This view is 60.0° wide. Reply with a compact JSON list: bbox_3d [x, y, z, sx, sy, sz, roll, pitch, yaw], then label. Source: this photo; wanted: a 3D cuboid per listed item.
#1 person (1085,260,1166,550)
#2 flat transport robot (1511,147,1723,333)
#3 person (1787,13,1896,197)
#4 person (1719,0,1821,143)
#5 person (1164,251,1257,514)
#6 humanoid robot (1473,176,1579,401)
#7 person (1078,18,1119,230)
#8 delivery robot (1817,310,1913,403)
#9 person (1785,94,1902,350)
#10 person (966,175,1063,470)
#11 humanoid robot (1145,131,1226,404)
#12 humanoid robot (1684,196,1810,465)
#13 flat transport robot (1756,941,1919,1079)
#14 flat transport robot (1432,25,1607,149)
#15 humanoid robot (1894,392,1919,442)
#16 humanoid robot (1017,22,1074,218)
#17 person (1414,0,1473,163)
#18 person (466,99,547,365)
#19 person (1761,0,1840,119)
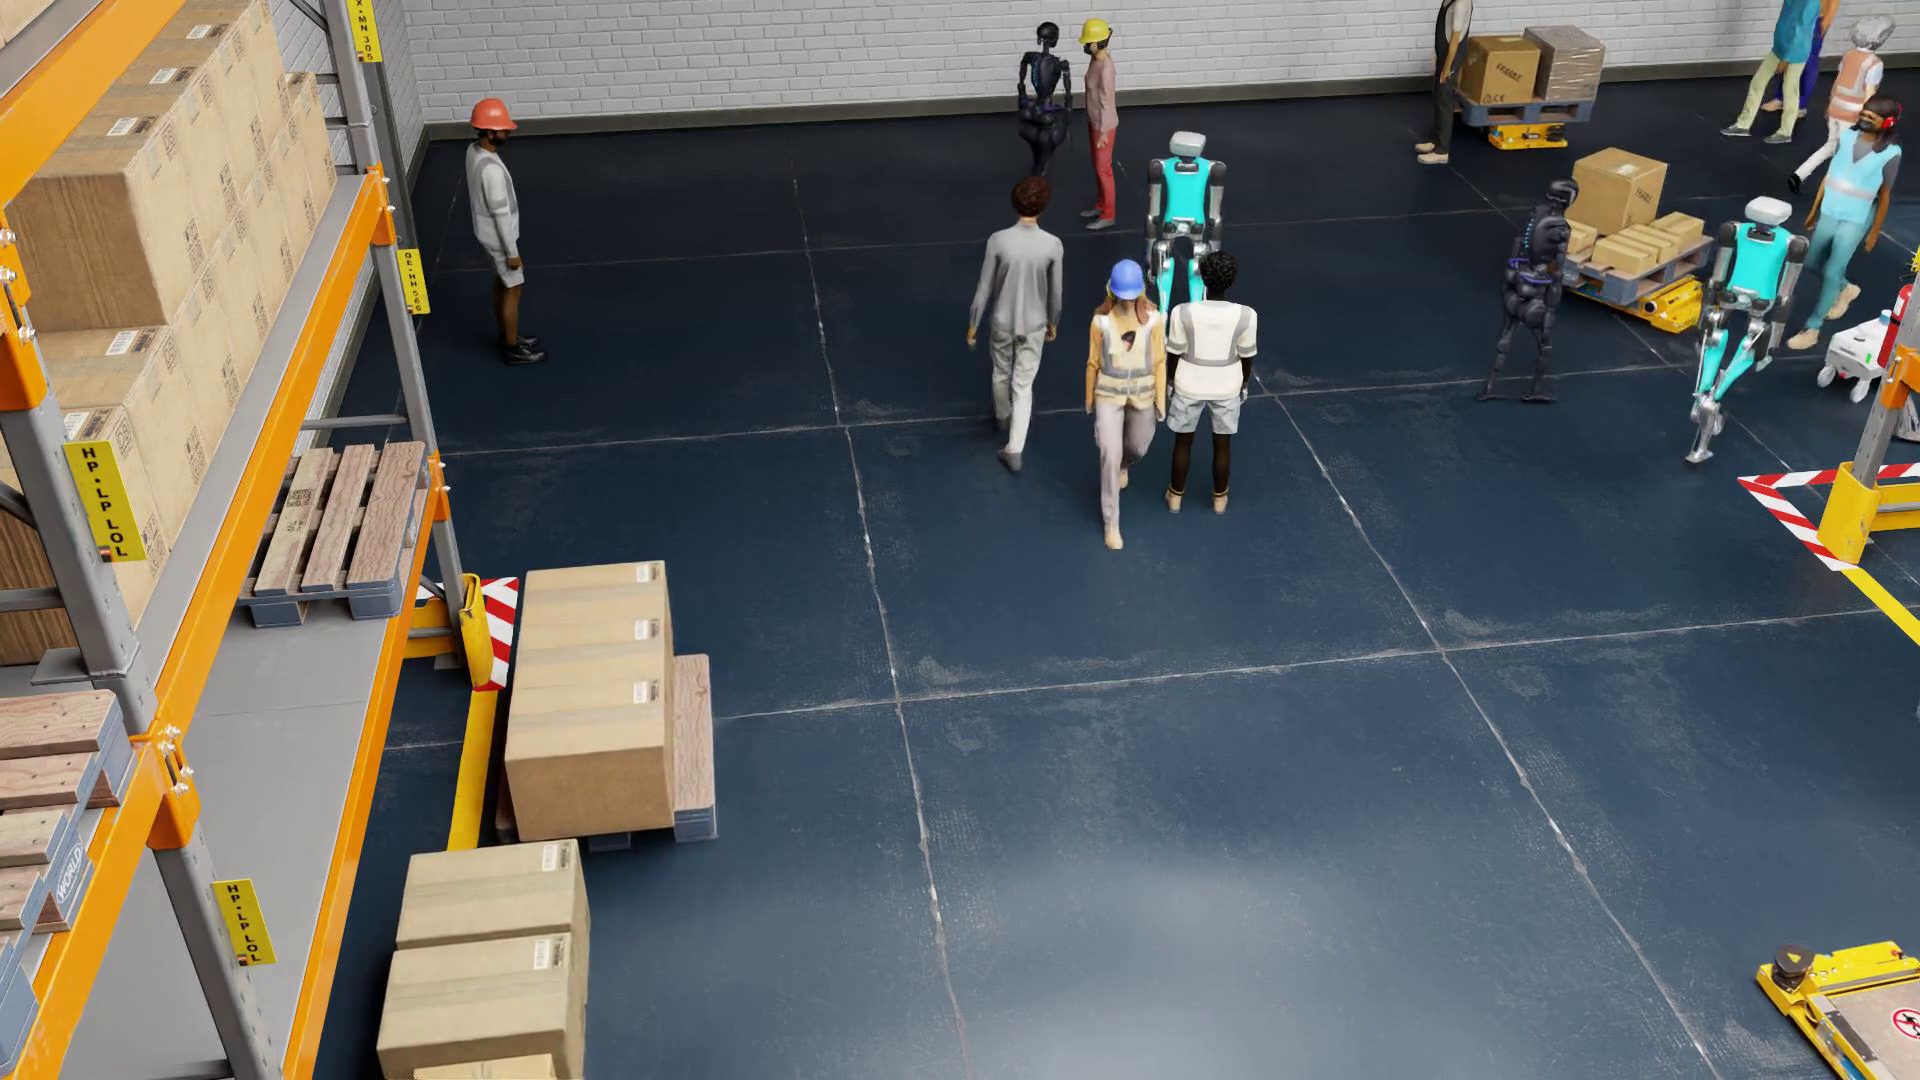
[{"bbox_3d":[0.967,-0.884,9.850,0.468,1.748,0.768,-2,33,-3],"label":"person"},{"bbox_3d":[5.110,-2.009,12.931,0.659,0.231,1.431,-25,41,-33],"label":"flat transport robot"},{"bbox_3d":[7.516,-3.614,14.099,0.465,1.677,0.453,-6,34,-9],"label":"person"},{"bbox_3d":[7.618,-4.548,15.485,0.742,1.719,0.583,-2,33,-3],"label":"person"},{"bbox_3d":[1.484,-0.916,9.955,0.534,1.691,0.319,2,33,3],"label":"person"},{"bbox_3d":[3.847,-1.665,11.123,0.554,1.644,0.595,-6,34,-9],"label":"humanoid robot"},{"bbox_3d":[1.129,-3.436,13.765,0.372,1.752,0.518,-3,33,-5],"label":"person"},{"bbox_3d":[6.404,-1.321,11.603,0.776,0.580,0.499,-17,37,-24],"label":"delivery robot"},{"bbox_3d":[6.391,-2.309,11.946,0.722,1.845,0.542,-16,36,-23],"label":"person"},{"bbox_3d":[0.347,-1.384,10.530,0.586,1.848,0.864,3,33,5],"label":"person"},{"bbox_3d":[1.471,-1.762,11.226,0.547,1.764,0.982,5,34,8],"label":"humanoid robot"},{"bbox_3d":[4.780,-1.230,10.381,0.561,1.728,0.968,27,42,35],"label":"humanoid robot"},{"bbox_3d":[3.878,2.152,6.555,0.659,0.231,1.431,-7,34,-11],"label":"flat transport robot"},{"bbox_3d":[5.307,-4.123,16.171,0.659,0.231,1.431,-4,33,-5],"label":"flat transport robot"},{"bbox_3d":[6.306,-1.390,10.661,0.704,1.812,0.533,9,34,14],"label":"humanoid robot"},{"bbox_3d":[0.702,-3.517,13.968,0.586,1.647,0.534,23,40,31],"label":"humanoid robot"},{"bbox_3d":[4.417,-4.359,15.098,0.328,1.838,0.504,6,34,8],"label":"person"},{"bbox_3d":[-3.181,-2.134,11.615,0.387,1.924,0.547,-16,36,-23],"label":"person"},{"bbox_3d":[8.235,-5.104,16.123,0.404,1.972,0.518,-16,36,-23],"label":"person"}]
